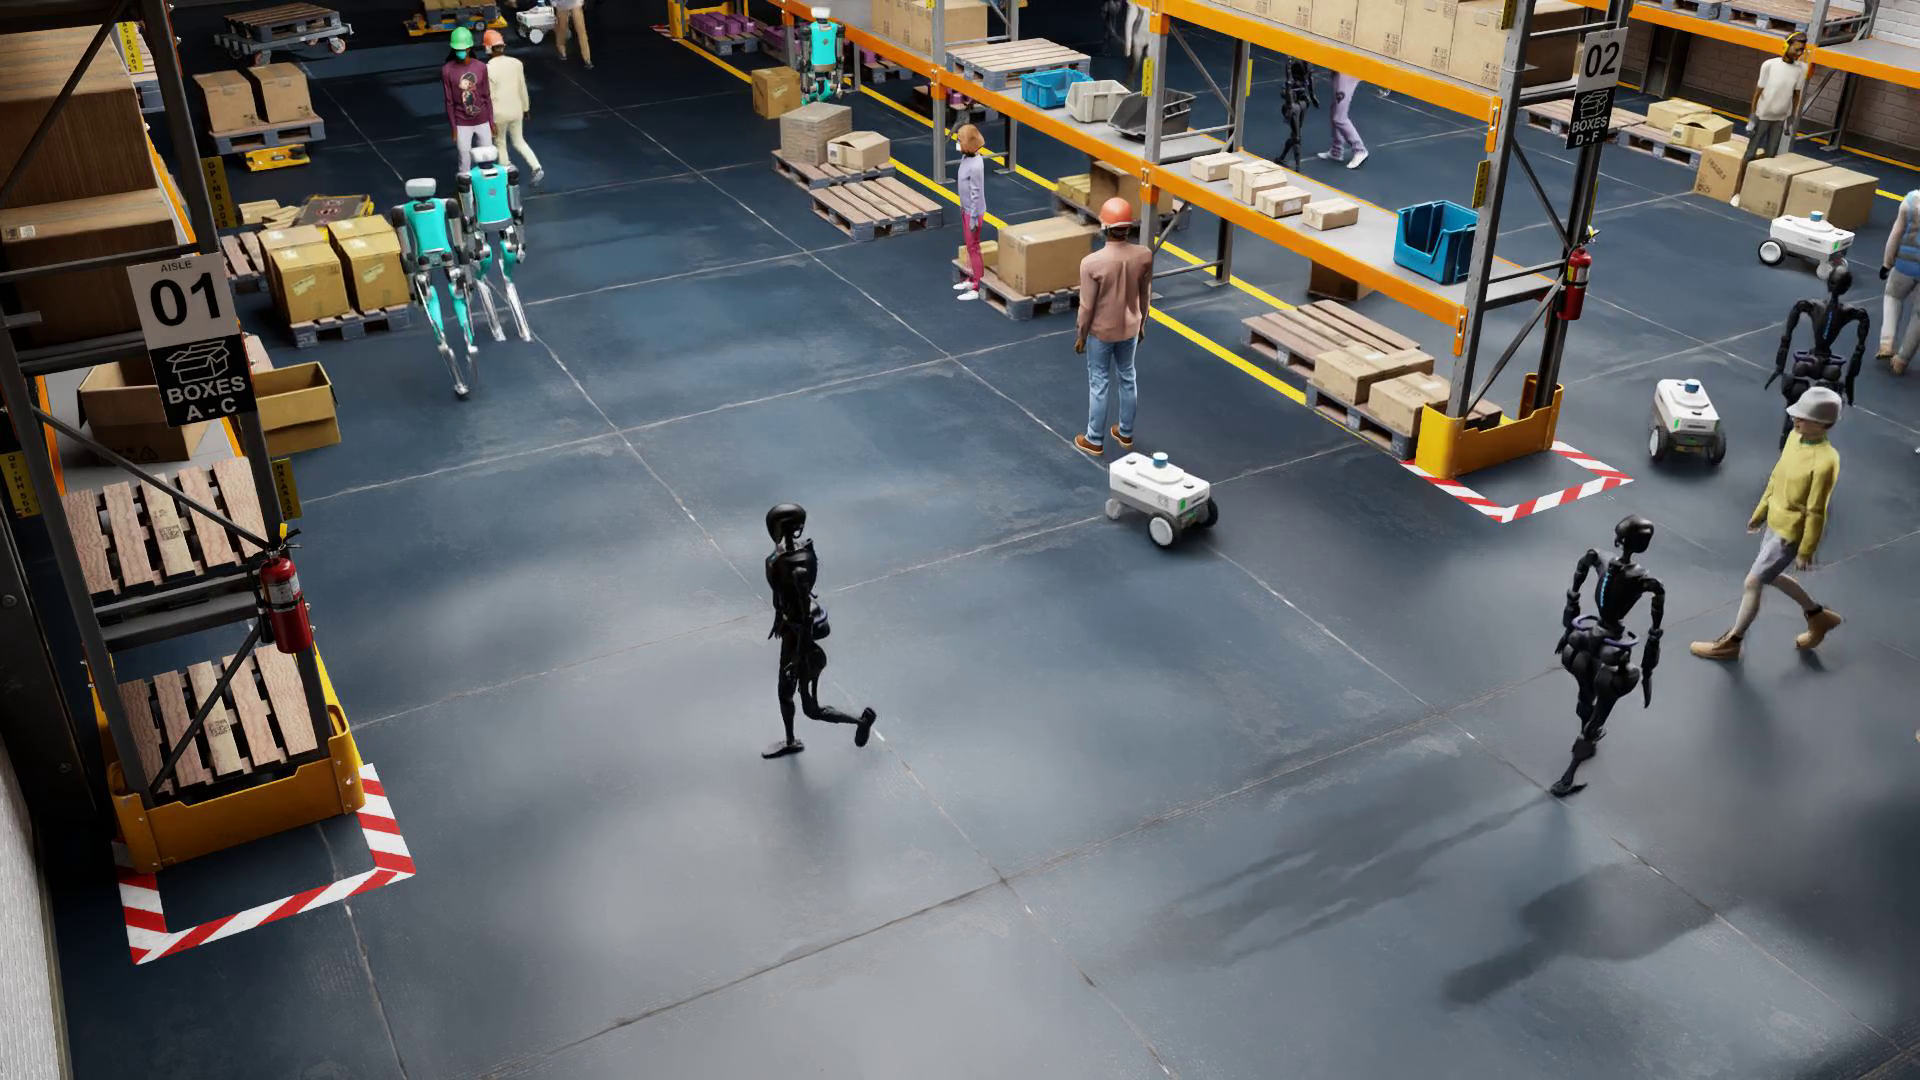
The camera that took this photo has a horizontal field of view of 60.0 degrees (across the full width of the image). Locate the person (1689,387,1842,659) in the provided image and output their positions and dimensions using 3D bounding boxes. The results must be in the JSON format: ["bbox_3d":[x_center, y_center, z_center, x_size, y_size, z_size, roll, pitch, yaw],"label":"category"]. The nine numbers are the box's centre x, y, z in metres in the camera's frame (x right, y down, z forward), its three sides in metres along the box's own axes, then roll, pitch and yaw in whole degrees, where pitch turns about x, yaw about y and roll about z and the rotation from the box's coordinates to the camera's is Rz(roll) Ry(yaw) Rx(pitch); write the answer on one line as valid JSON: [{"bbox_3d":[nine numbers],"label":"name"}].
[{"bbox_3d":[5.011,-0.074,9.948,0.819,1.867,0.487,2,30,4],"label":"person"}]

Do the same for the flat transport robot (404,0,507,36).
[{"bbox_3d":[-7.578,-7.785,24.962,1.431,0.231,0.659,-12,32,-19],"label":"flat transport robot"}]

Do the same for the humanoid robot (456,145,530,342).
[{"bbox_3d":[-4.071,-2.569,14.422,0.537,1.814,0.658,-17,34,-27],"label":"humanoid robot"}]

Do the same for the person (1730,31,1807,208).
[{"bbox_3d":[8.555,-4.440,17.552,0.512,1.853,0.358,0,30,-1],"label":"person"}]

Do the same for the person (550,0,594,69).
[{"bbox_3d":[-5.396,-7.406,22.860,0.563,1.703,0.921,-16,33,-25],"label":"person"}]

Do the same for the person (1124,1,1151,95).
[{"bbox_3d":[2.285,-6.246,20.709,0.586,1.844,0.985,-7,31,-12],"label":"person"}]

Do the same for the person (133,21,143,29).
[{"bbox_3d":[-10.938,-6.707,21.457,0.975,1.902,0.642,9,31,15],"label":"person"}]

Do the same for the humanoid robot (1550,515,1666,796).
[{"bbox_3d":[3.524,0.587,8.985,0.656,1.637,0.608,-20,36,-31],"label":"humanoid robot"}]

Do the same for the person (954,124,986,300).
[{"bbox_3d":[0.096,-3.013,15.295,0.281,1.628,0.501,-5,30,-9],"label":"person"}]

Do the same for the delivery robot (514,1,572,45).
[{"bbox_3d":[-6.098,-7.568,24.278,0.757,0.575,0.499,-20,35,-31],"label":"delivery robot"}]

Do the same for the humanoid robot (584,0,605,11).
[{"bbox_3d":[-5.825,-9.115,25.921,0.605,1.613,0.745,6,30,10],"label":"humanoid robot"}]

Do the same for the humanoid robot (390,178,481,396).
[{"bbox_3d":[-4.144,-1.915,13.343,0.541,1.828,0.826,-11,32,-19],"label":"humanoid robot"}]

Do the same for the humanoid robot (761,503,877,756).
[{"bbox_3d":[-0.813,0.487,9.164,0.644,1.630,0.592,-12,32,-19],"label":"humanoid robot"}]

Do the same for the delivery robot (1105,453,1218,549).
[{"bbox_3d":[1.405,-0.315,11.683,0.811,0.608,0.499,26,39,38],"label":"delivery robot"}]

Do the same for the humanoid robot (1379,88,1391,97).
[{"bbox_3d":[5.814,-6.500,21.344,0.817,1.876,0.554,7,31,12],"label":"humanoid robot"}]

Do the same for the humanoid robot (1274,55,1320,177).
[{"bbox_3d":[3.820,-4.933,18.613,0.608,1.638,0.604,23,37,35],"label":"humanoid robot"}]

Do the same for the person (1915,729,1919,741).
[{"bbox_3d":[5.799,0.365,9.086,0.625,1.954,0.380,25,38,37],"label":"person"}]

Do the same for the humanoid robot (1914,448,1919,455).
[{"bbox_3d":[7.642,-1.448,12.481,0.951,1.803,0.540,-16,34,-26],"label":"humanoid robot"}]

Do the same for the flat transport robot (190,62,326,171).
[{"bbox_3d":[-8.127,-4.606,19.428,0.659,0.231,1.431,-18,35,-29],"label":"flat transport robot"}]

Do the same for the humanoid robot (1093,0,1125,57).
[{"bbox_3d":[2.203,-7.505,23.082,0.696,1.625,0.608,10,31,16],"label":"humanoid robot"}]

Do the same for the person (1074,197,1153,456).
[{"bbox_3d":[1.133,-1.583,12.436,0.610,1.994,0.379,-14,33,-23],"label":"person"}]

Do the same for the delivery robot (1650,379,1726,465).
[{"bbox_3d":[5.562,-0.949,12.756,0.499,0.576,0.757,5,30,8],"label":"delivery robot"}]

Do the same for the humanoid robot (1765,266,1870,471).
[{"bbox_3d":[6.193,-1.191,12.070,0.589,1.651,0.340,13,32,21],"label":"humanoid robot"}]

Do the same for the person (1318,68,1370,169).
[{"bbox_3d":[4.427,-5.186,18.835,0.605,1.875,0.673,10,31,18],"label":"person"}]

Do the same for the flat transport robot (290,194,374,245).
[{"bbox_3d":[-6.451,-3.237,17.045,0.659,0.231,1.431,-5,30,-8],"label":"flat transport robot"}]

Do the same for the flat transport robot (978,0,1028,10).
[{"bbox_3d":[0.323,-8.583,26.351,1.431,0.231,0.659,-2,30,-4],"label":"flat transport robot"}]

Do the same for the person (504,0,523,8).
[{"bbox_3d":[-7.128,-9.279,25.995,0.484,1.828,0.648,24,38,36],"label":"person"}]

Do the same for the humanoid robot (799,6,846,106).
[{"bbox_3d":[-1.635,-5.283,18.998,0.533,1.677,0.735,-13,32,-21],"label":"humanoid robot"}]

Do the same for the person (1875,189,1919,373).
[{"bbox_3d":[7.998,-2.265,13.790,0.654,1.824,0.479,13,32,21],"label":"person"}]

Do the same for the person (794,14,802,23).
[{"bbox_3d":[-2.496,-8.596,24.804,0.530,1.821,0.742,-13,32,-22],"label":"person"}]

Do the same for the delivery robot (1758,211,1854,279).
[{"bbox_3d":[8.242,-2.895,16.175,0.499,0.607,0.808,-20,36,-31],"label":"delivery robot"}]

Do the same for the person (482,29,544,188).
[{"bbox_3d":[-4.877,-4.641,18.023,0.625,1.725,0.598,21,36,32],"label":"person"}]

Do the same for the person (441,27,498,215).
[{"bbox_3d":[-5.085,-4.357,17.312,0.488,1.947,0.426,-15,33,-24],"label":"person"}]
